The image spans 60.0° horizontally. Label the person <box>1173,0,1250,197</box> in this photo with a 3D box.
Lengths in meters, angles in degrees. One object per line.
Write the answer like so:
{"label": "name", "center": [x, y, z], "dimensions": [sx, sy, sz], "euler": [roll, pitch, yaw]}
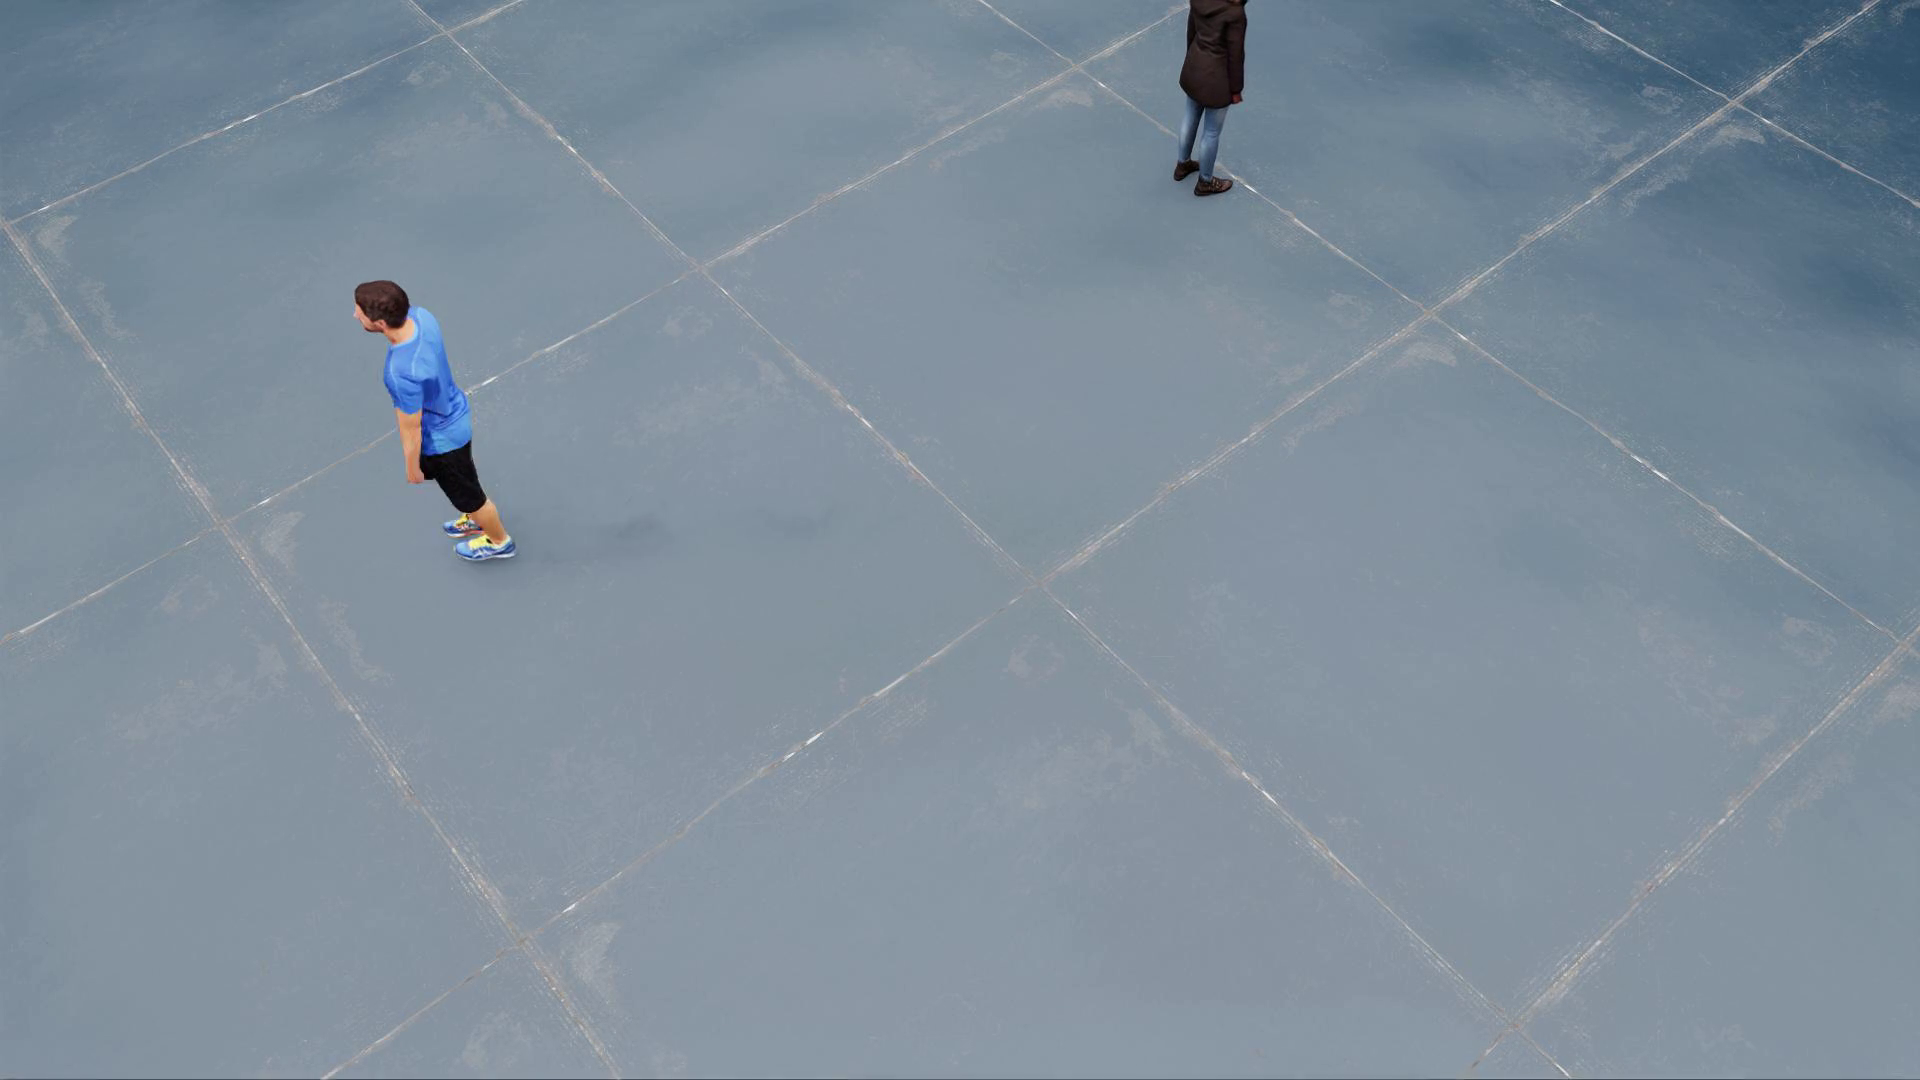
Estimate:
{"label": "person", "center": [1.454, -2.709, 9.607], "dimensions": [0.627, 1.634, 0.643], "euler": [-28, 57, -20]}

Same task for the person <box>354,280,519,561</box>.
{"label": "person", "center": [-2.332, -0.518, 7.770], "dimensions": [0.810, 1.855, 0.767], "euler": [-3, 52, -3]}
